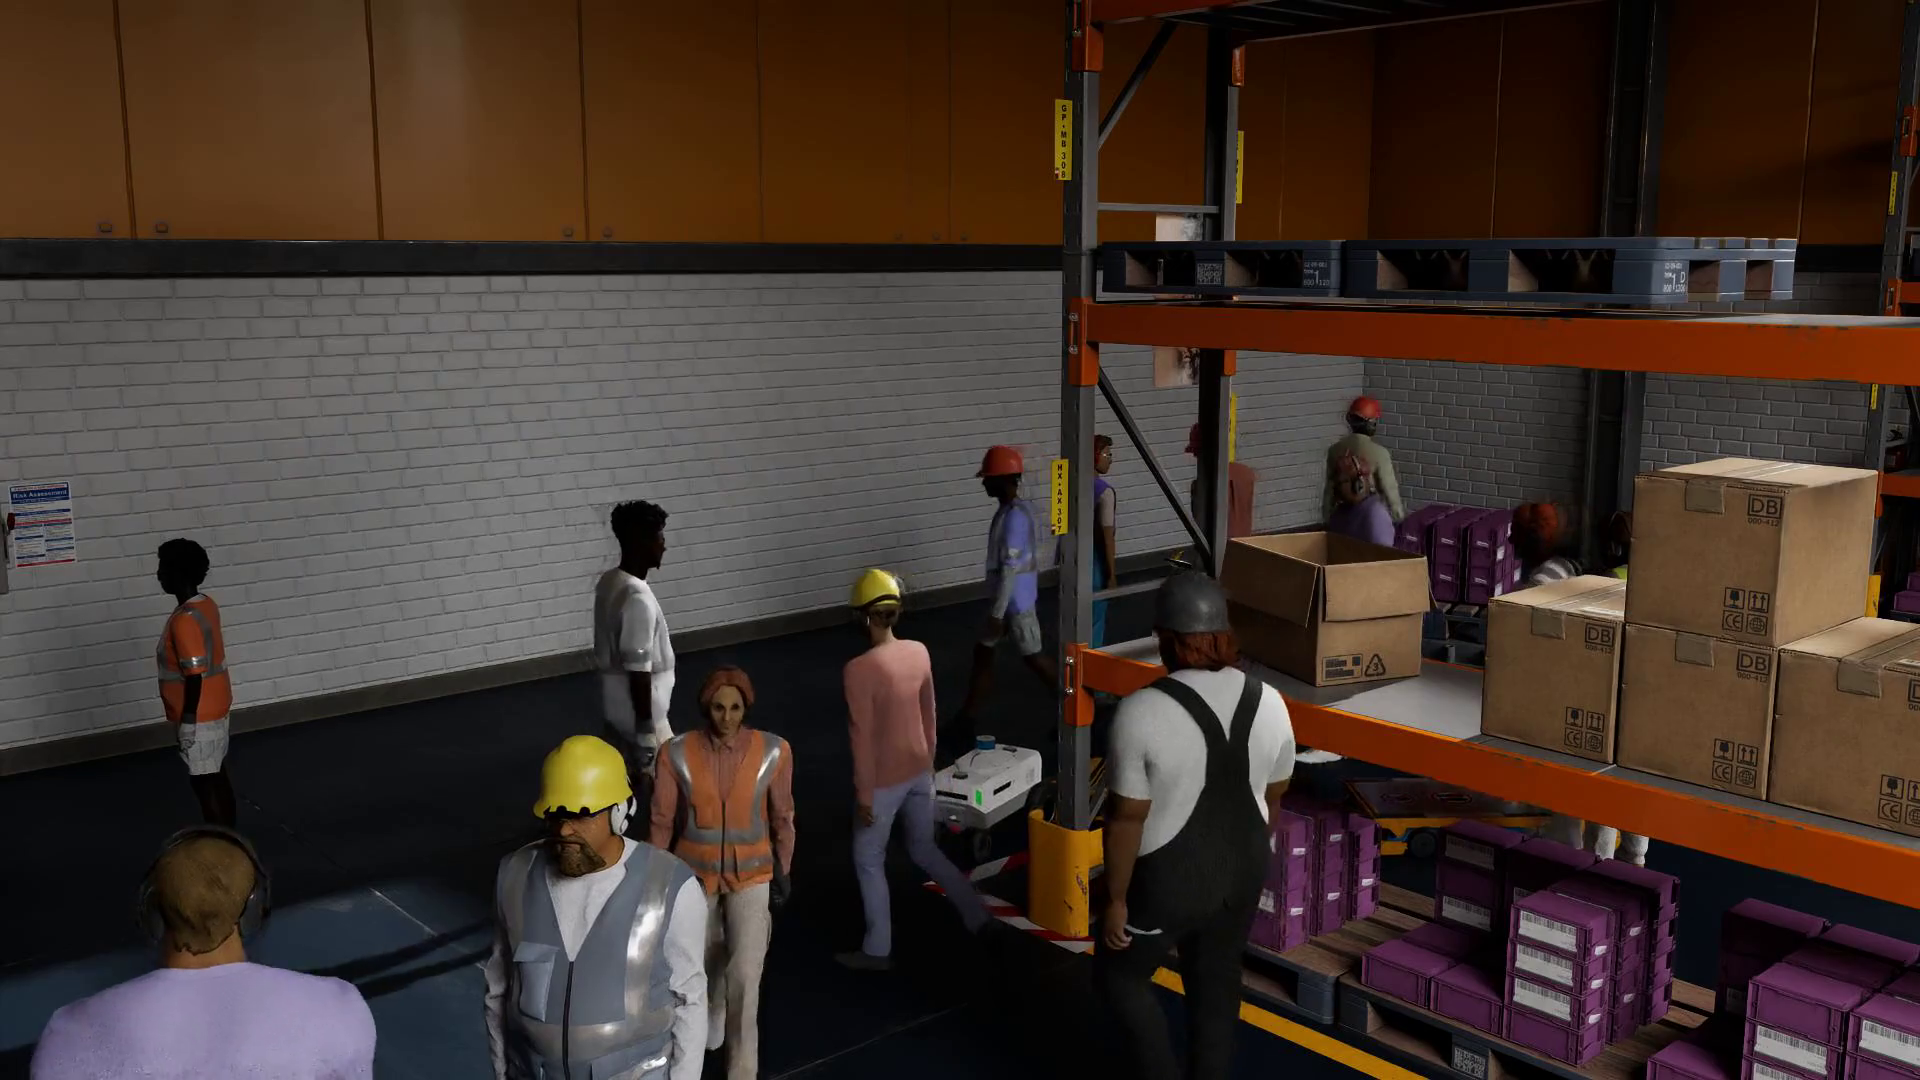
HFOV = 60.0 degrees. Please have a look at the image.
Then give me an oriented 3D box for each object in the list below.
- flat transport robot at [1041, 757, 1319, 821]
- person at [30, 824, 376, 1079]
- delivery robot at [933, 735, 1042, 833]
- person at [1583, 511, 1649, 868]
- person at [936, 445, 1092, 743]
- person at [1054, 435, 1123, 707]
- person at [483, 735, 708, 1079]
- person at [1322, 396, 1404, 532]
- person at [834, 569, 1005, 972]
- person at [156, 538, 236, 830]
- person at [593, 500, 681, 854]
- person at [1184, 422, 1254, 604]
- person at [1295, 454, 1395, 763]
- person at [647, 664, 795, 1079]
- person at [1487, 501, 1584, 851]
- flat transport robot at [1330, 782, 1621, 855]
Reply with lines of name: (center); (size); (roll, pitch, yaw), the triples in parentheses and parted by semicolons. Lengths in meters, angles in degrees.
flat transport robot: (1.187, 1.378, 8.985); (1.431, 0.197, 0.652); (3, 10, 17)
person: (-1.472, 1.522, 3.314); (0.631, 1.927, 0.593); (-3, 10, -15)
delivery robot: (0.133, 1.254, 8.608); (0.477, 0.478, 0.707); (6, 11, 30)
person: (3.133, 0.770, 7.971); (0.622, 1.839, 0.429); (-6, 11, -30)
person: (0.352, 0.353, 10.285); (1.018, 1.895, 0.555); (-1, 10, -7)
person: (0.852, 0.207, 11.254); (0.396, 1.839, 0.564); (-6, 11, -30)
person: (-0.952, 1.394, 4.325); (0.590, 1.833, 0.404); (1, 10, 6)
person: (3.182, -0.155, 13.092); (1.002, 1.944, 0.621); (-5, 11, -29)
person: (-0.199, 0.999, 6.933); (0.698, 1.731, 0.558); (7, 12, 34)
person: (-3.682, 0.831, 8.019); (0.316, 1.695, 0.541); (-3, 10, -15)
person: (-1.551, 0.769, 7.669); (0.768, 1.943, 0.616); (-5, 11, -27)
person: (1.819, 0.124, 11.511); (0.652, 1.932, 0.905); (-6, 11, -32)
person: (2.443, 0.407, 9.999); (0.827, 1.875, 0.665); (-1, 10, -5)
person: (-0.865, 1.216, 6.067); (0.527, 1.592, 0.886); (-1, 10, -5)
person: (2.748, 0.731, 8.176); (0.808, 1.858, 0.576); (4, 11, 23)
flat transport robot: (2.640, 1.431, 8.674); (1.431, 0.197, 0.652); (0, 10, -2)
